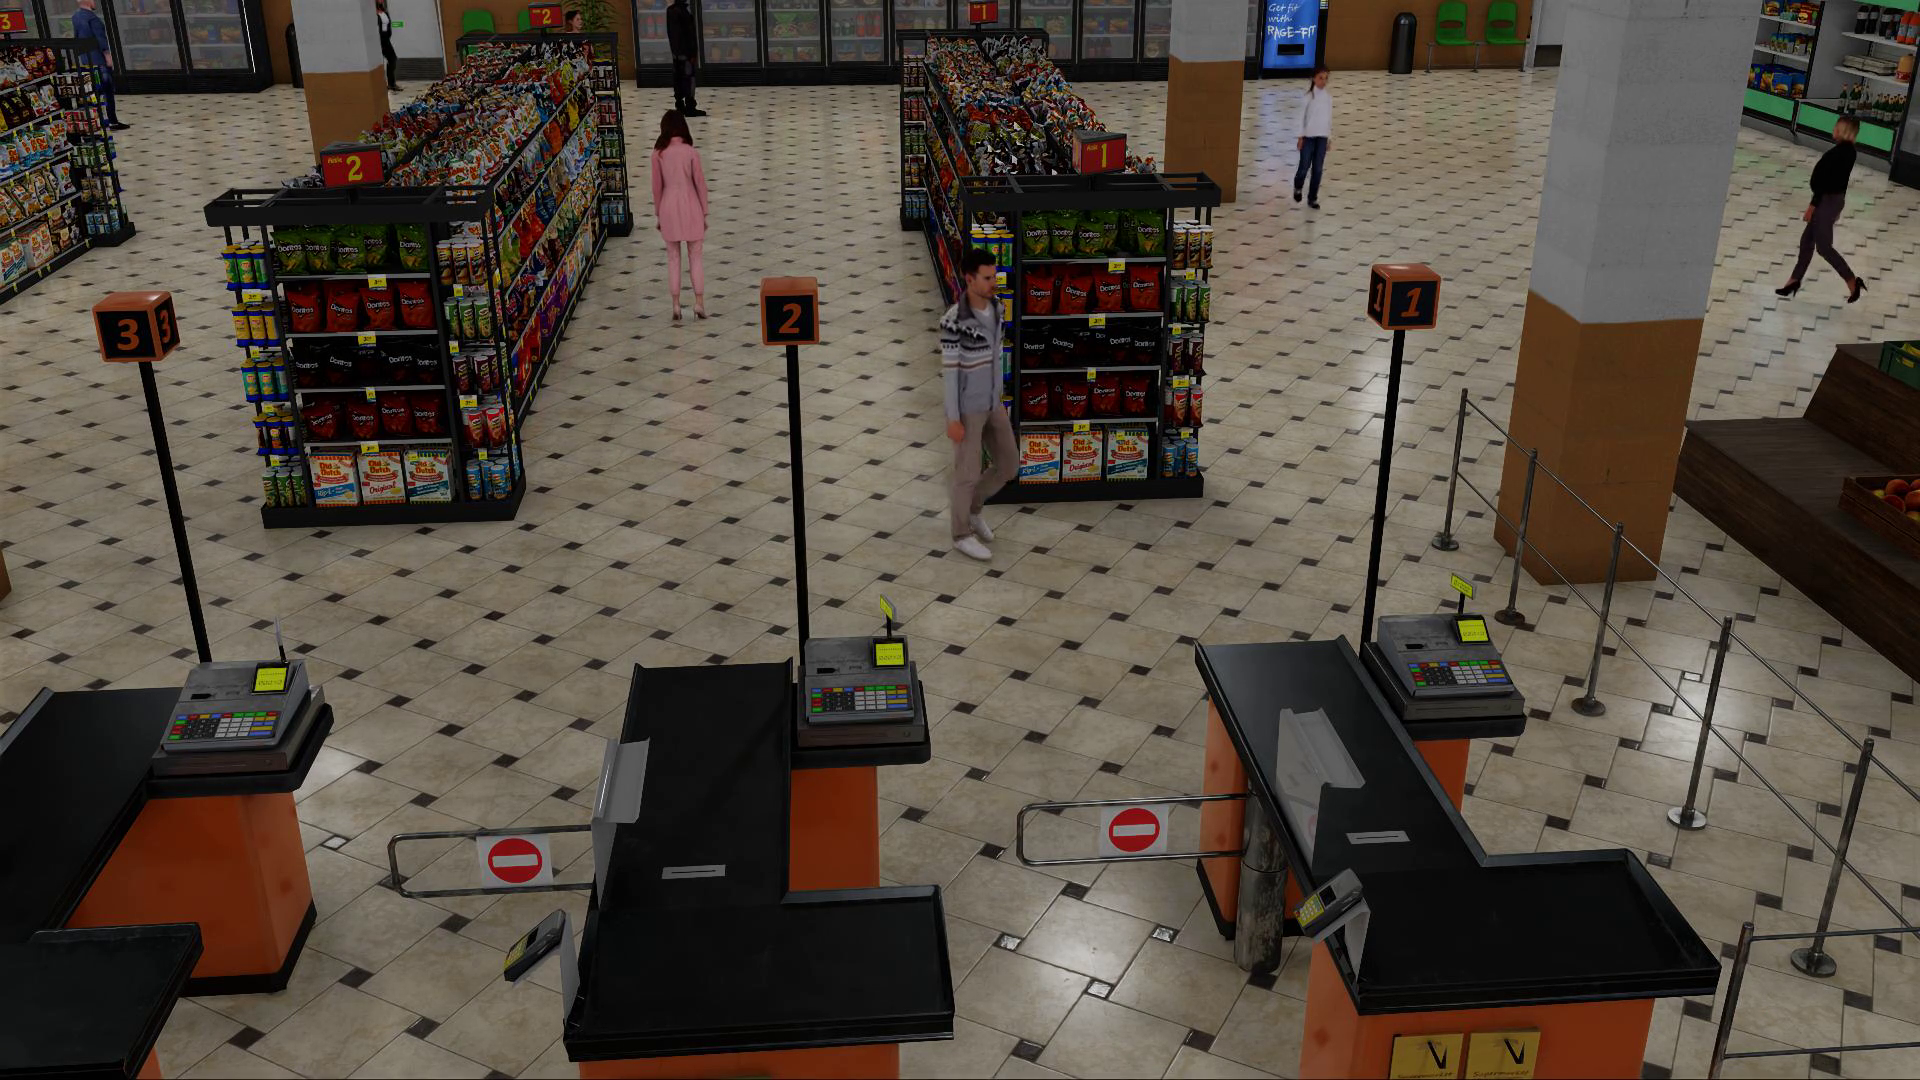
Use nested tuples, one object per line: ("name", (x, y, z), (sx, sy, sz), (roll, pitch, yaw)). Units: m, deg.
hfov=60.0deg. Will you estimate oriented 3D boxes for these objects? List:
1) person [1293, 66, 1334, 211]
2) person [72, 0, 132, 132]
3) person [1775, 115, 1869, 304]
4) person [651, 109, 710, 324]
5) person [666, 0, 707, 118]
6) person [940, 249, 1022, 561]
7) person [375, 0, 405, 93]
("person", (3.892, -4.461, 18.407), (0.560, 1.551, 0.702), (-4, 24, -9))
("person", (-11.900, -6.593, 22.937), (0.804, 1.825, 0.786), (11, 26, 23))
("person", (7.703, -2.862, 14.634), (1.078, 1.645, 0.992), (21, 31, 39))
("person", (-2.382, -2.755, 14.194), (0.620, 1.803, 0.524), (-1, 24, -2))
("person", (-4.013, -7.067, 24.021), (0.852, 1.825, 0.771), (-22, 32, -40))
("person", (0.033, -0.801, 9.688), (0.889, 1.835, 0.832), (19, 30, 36))
("person", (-9.147, -7.762, 25.893), (0.816, 1.597, 0.730), (4, 24, 8))
